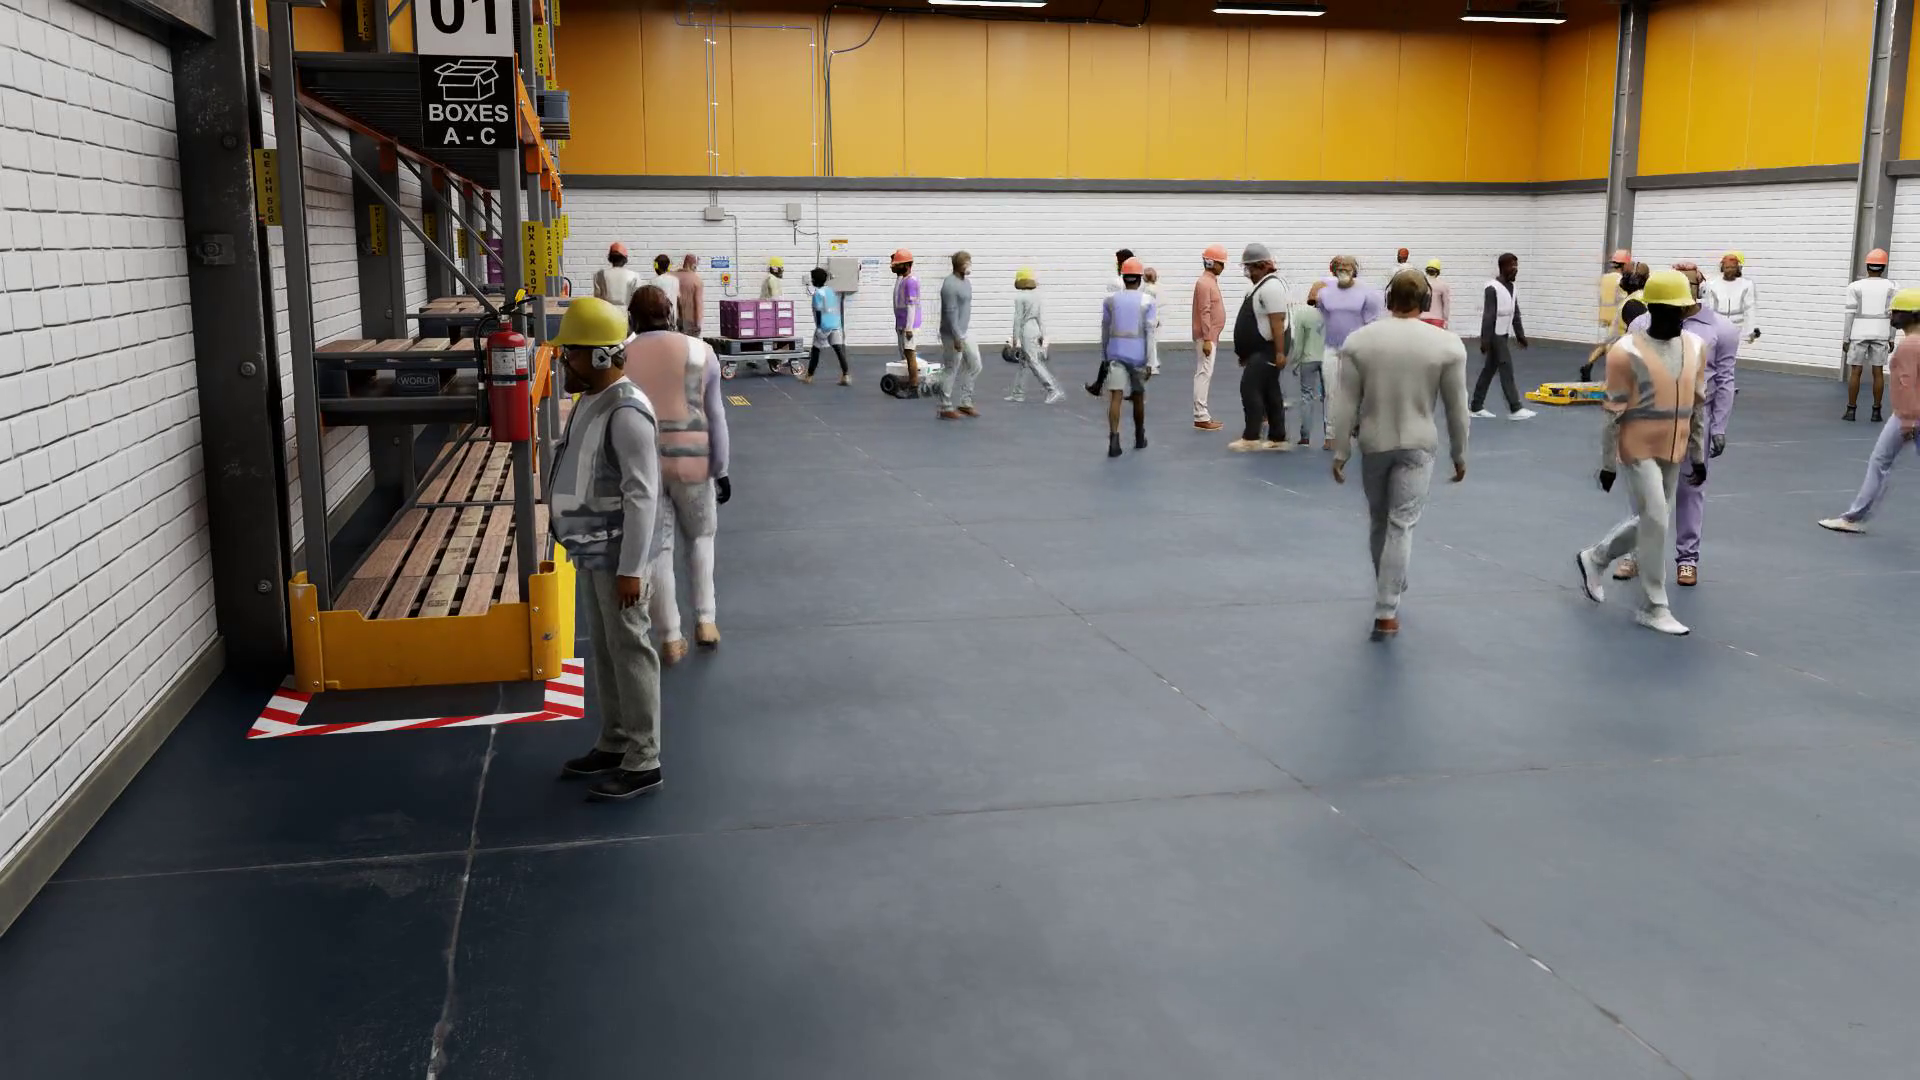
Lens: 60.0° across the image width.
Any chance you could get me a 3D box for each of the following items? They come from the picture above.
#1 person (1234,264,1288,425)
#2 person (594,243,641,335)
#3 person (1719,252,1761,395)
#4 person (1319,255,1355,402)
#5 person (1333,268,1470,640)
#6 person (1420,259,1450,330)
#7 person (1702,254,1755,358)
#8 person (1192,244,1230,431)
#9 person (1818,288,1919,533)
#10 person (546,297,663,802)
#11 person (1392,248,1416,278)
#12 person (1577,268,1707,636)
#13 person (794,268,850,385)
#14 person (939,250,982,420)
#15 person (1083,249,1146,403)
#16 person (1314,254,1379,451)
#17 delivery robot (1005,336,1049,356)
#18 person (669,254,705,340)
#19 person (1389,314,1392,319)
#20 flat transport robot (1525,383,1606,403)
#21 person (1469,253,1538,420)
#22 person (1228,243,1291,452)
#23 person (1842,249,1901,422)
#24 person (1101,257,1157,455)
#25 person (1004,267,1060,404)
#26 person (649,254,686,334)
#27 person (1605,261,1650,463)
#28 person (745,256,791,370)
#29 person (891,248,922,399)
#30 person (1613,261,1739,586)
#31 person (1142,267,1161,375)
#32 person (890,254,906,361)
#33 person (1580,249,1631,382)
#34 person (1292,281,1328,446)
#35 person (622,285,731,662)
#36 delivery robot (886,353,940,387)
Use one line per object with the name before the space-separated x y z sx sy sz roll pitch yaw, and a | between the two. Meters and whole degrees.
person | 3.320 -2.248 18.382 0.474 1.958 0.660 8 13 37
person | -4.425 -2.838 21.579 0.615 1.992 1.003 -1 10 -7
person | 10.047 -2.797 21.646 0.597 1.877 0.967 0 10 -1
person | 4.725 -2.641 20.887 0.565 1.843 0.388 5 11 27
person | 2.333 -0.472 8.747 0.661 1.882 1.027 5 12 27
person | 6.810 -3.176 24.068 0.526 1.768 0.331 5 11 26
person | 9.429 -2.563 20.431 0.612 1.849 0.815 3 11 14
person | 2.685 -2.170 17.884 0.392 1.986 0.610 2 10 12
person | 6.495 -0.857 11.361 0.541 1.714 0.922 -9 14 -42
person | -1.294 0.035 6.088 0.403 1.832 0.593 -5 11 -27
person | 8.236 -4.486 31.001 0.575 1.882 0.359 -6 12 -31
person | 3.626 -0.495 8.859 0.587 1.898 0.847 -4 11 -23
person | -1.913 -2.985 23.325 0.887 1.634 0.635 5 11 25
person | 0.026 -2.290 18.723 0.633 1.917 0.660 4 11 22
person | 1.985 -2.692 20.980 0.623 1.907 0.988 -7 13 -35
person | 3.791 -1.846 16.311 0.646 1.910 0.754 5 11 27
delivery robot | 1.119 -3.285 27.764 0.707 0.478 0.477 -3 11 -18
person | -3.815 -3.035 23.105 0.657 1.845 0.946 3 11 18
person | 4.250 -1.667 16.071 0.275 1.632 0.507 9 13 40
flat transport robot | 7.928 -1.858 20.903 1.431 0.197 0.652 -2 10 -12
person | 6.234 -2.298 18.869 0.935 1.875 0.617 8 13 39
person | 2.845 -1.849 15.951 0.728 2.000 0.736 0 10 0
person | 10.235 -2.297 18.718 0.545 1.938 0.361 4 11 22
person | 1.602 -1.766 15.960 0.563 1.882 1.033 3 11 17
person | 0.918 -2.552 20.802 0.863 1.711 0.496 7 13 36
person | -4.017 -2.930 22.476 0.417 1.847 0.654 8 13 38
person | 6.123 -1.618 15.224 0.429 1.845 0.621 6 12 28
person | -3.016 -3.561 26.178 0.857 1.788 0.620 -3 11 -17
person | -0.694 -2.779 21.426 0.392 1.929 0.550 -1 10 -7
person | 4.223 -0.688 9.875 0.641 1.913 0.407 6 12 32
person | 2.851 -3.298 25.114 0.382 1.621 0.553 4 11 23
person | -0.801 -3.029 22.986 0.332 1.863 0.511 -2 10 -11
person | 9.028 -3.067 23.073 0.798 1.913 0.549 -5 11 -27
person | 3.543 -1.737 16.460 0.507 1.630 0.268 1 10 5
person | -1.449 -0.330 8.157 0.642 1.814 0.615 -1 10 -6
delivery robot | -0.615 -2.226 21.898 0.707 0.478 0.477 6 12 30
